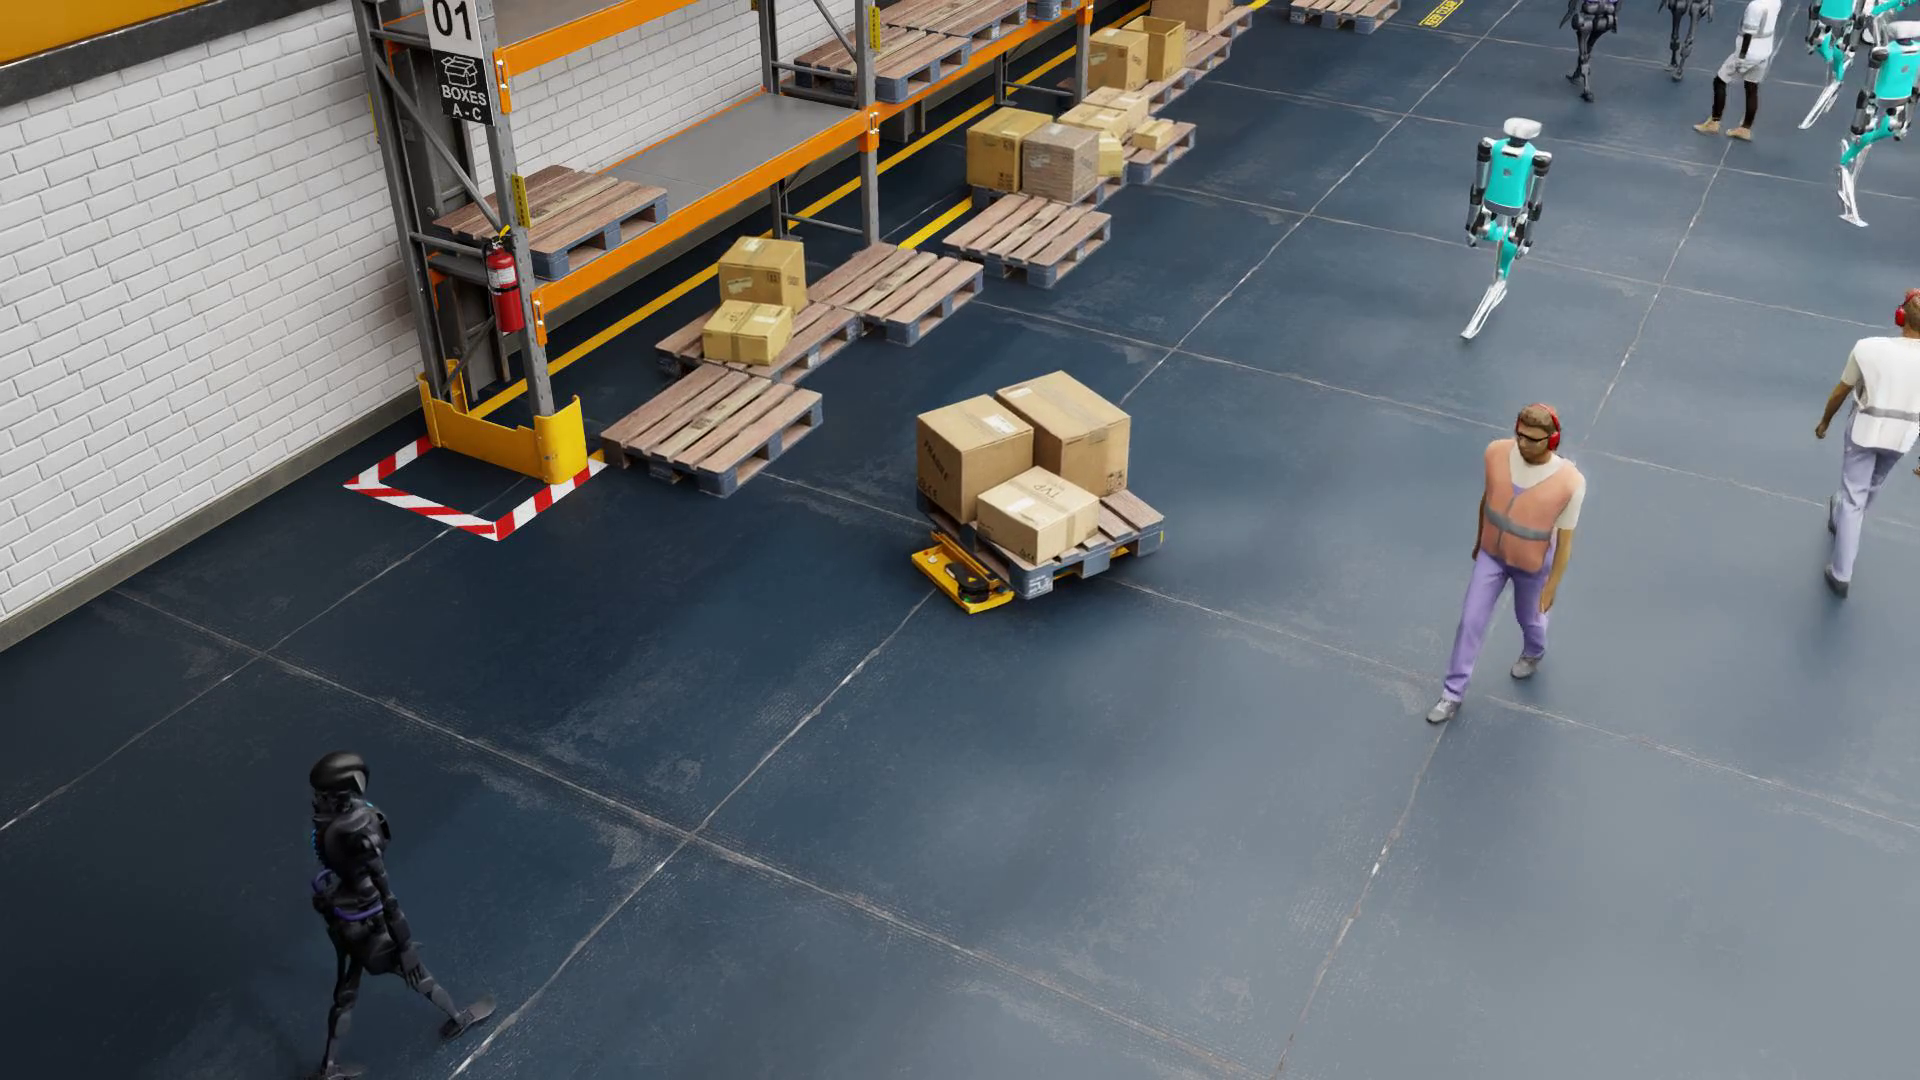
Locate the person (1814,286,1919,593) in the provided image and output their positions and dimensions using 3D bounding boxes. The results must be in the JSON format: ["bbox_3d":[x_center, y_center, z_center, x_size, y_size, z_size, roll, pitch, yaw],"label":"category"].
[{"bbox_3d":[5.357,-0.653,9.745,0.578,1.792,0.971,7,34,11],"label":"person"}]

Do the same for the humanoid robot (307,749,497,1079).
[{"bbox_3d":[-2.396,1.489,6.674,0.798,1.629,0.601,-28,43,-36],"label":"humanoid robot"}]

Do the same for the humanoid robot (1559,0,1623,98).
[{"bbox_3d":[6.533,-5.423,17.136,0.608,1.638,0.787,-3,34,-5],"label":"humanoid robot"}]

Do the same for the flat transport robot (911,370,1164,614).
[{"bbox_3d":[0.479,0.011,10.131,1.431,0.231,0.659,-20,38,-27],"label":"flat transport robot"}]

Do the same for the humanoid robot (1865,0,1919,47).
[{"bbox_3d":[10.093,-5.912,17.775,0.545,1.805,0.755,-20,39,-28],"label":"humanoid robot"}]

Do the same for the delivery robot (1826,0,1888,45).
[{"bbox_3d":[10.215,-5.959,18.923,0.785,0.614,0.518,15,36,21],"label":"delivery robot"}]

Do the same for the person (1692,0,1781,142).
[{"bbox_3d":[7.501,-4.689,15.958,0.555,1.671,0.632,-25,41,-33],"label":"person"}]

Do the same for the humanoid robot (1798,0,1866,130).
[{"bbox_3d":[8.693,-4.949,16.332,0.964,1.773,0.543,-24,40,-31],"label":"humanoid robot"}]

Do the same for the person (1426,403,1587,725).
[{"bbox_3d":[2.904,0.073,8.645,0.948,1.796,0.578,-27,42,-35],"label":"person"}]

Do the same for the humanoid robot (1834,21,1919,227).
[{"bbox_3d":[7.840,-3.659,14.382,0.577,1.782,0.892,-2,34,-3],"label":"humanoid robot"}]

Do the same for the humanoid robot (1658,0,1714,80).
[{"bbox_3d":[7.671,-5.702,17.516,0.584,1.632,0.696,22,39,30],"label":"humanoid robot"}]

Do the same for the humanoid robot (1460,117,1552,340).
[{"bbox_3d":[4.126,-2.378,12.453,0.544,1.751,1.042,21,39,29],"label":"humanoid robot"}]
